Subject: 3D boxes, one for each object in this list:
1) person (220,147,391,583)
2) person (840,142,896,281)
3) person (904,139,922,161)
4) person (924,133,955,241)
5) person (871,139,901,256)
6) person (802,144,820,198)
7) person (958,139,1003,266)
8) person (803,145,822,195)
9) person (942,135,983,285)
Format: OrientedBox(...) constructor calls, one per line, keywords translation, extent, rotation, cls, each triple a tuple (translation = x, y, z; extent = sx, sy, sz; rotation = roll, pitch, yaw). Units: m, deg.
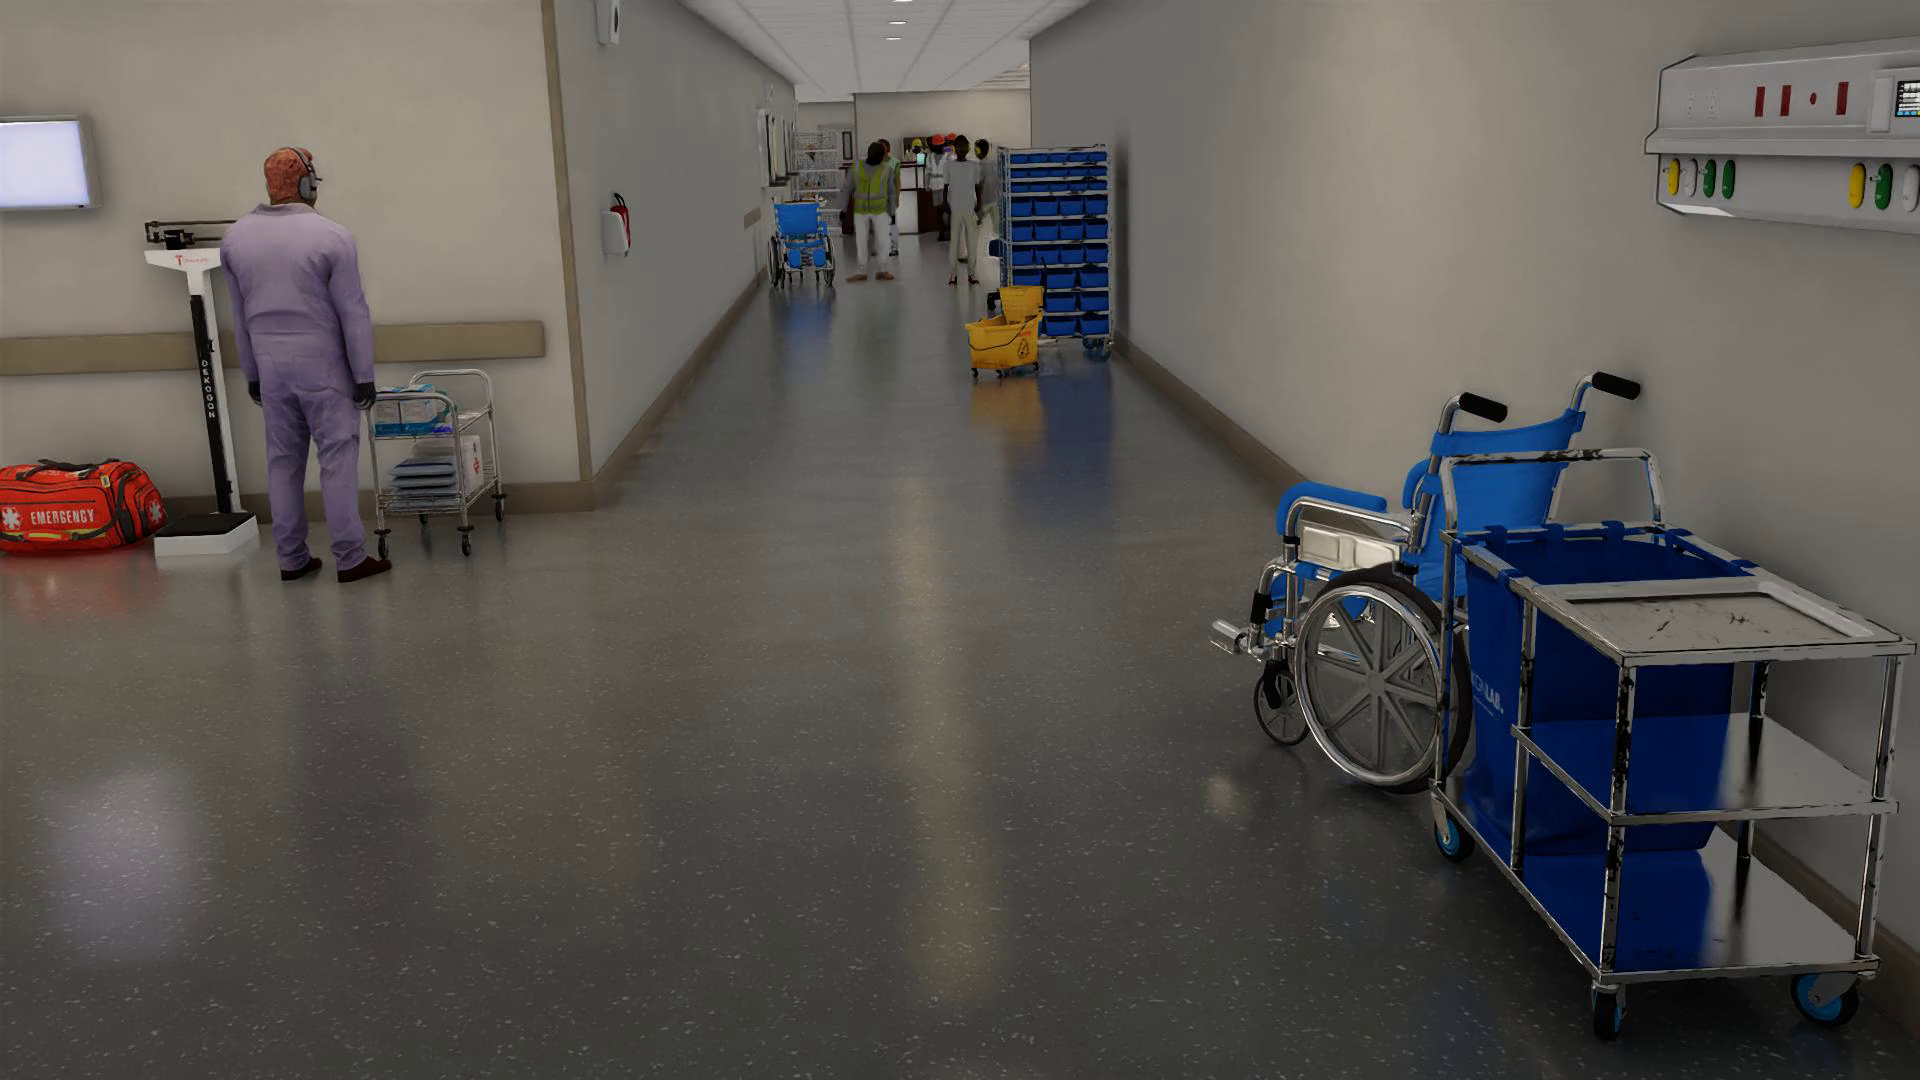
OrientedBox(translation=(-2.856, -0.754, 7.324), extent=(0.651, 1.904, 0.399), rotation=(1, 14, 12), cls="person")
OrientedBox(translation=(-1.205, -4.336, 22.056), extent=(0.724, 1.813, 0.430), rotation=(0, 14, 5), cls="person")
OrientedBox(translation=(-1.035, -8.630, 39.637), extent=(0.592, 1.826, 0.404), rotation=(-10, 16, -29), cls="person")
OrientedBox(translation=(-0.354, -6.322, 29.869), extent=(0.544, 1.912, 0.449), rotation=(5, 15, 25), cls="person")
OrientedBox(translation=(-1.190, -5.508, 26.764), extent=(0.565, 1.850, 0.390), rotation=(7, 16, 30), cls="person")
OrientedBox(translation=(-3.718, -9.083, 41.949), extent=(0.341, 1.750, 0.566), rotation=(9, 17, 37), cls="person")
OrientedBox(translation=(0.387, -4.867, 24.029), extent=(0.502, 1.823, 1.007), rotation=(-14, 18, -42), cls="person")
OrientedBox(translation=(-4.246, -10.589, 48.272), extent=(0.690, 1.729, 0.378), rotation=(8, 17, 36), cls="person")
OrientedBox(translation=(0.031, -4.185, 21.127), extent=(0.513, 1.877, 0.328), rotation=(-3, 14, -7), cls="person")
